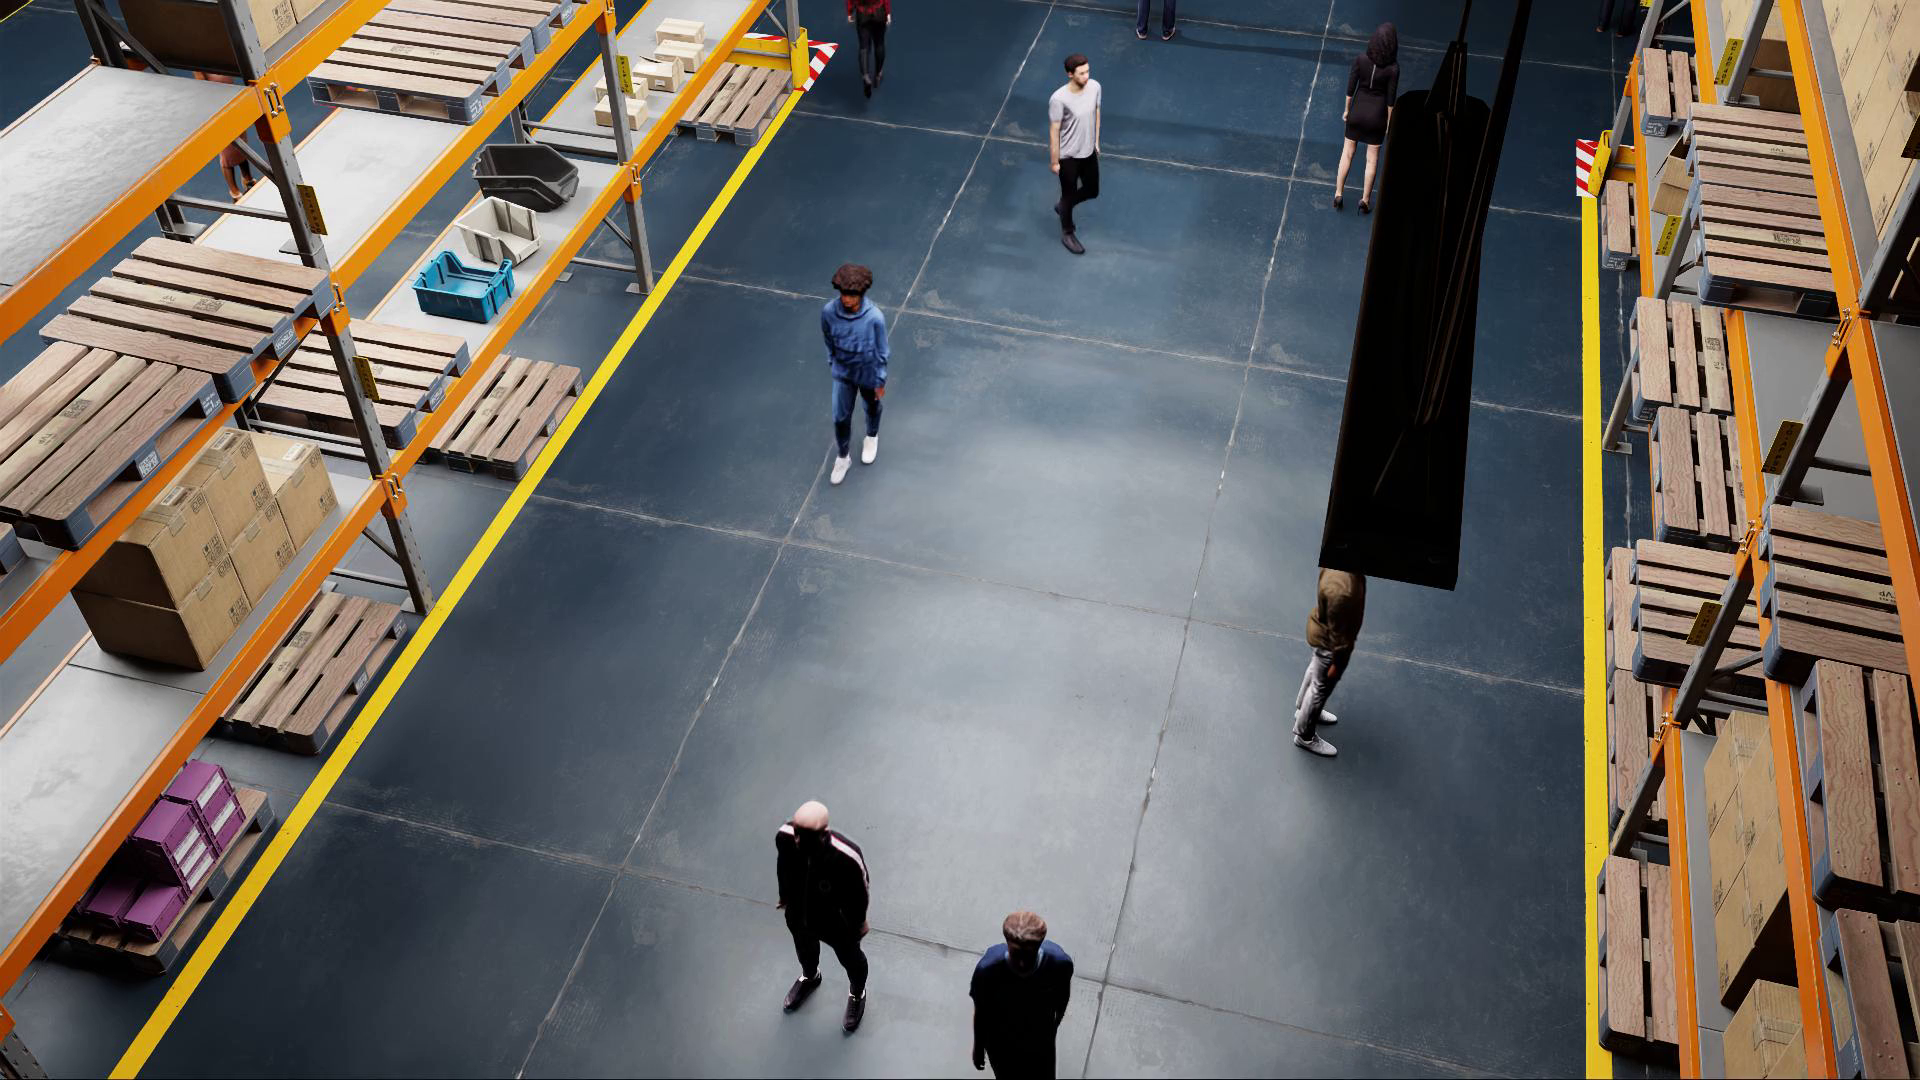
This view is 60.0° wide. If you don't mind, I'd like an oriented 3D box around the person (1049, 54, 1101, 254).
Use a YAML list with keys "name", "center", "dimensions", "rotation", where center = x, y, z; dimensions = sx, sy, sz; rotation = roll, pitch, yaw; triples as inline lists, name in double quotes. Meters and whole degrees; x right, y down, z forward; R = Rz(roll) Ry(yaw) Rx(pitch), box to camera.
- name: "person"
  center: [0.958, -3.410, 14.484]
  dimensions: [0.891, 1.857, 0.951]
  rotation: [-24, 49, -23]

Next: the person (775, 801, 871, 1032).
- name: "person"
  center: [-0.719, 1.968, 8.856]
  dimensions: [0.715, 1.834, 0.620]
  rotation: [17, 46, 17]

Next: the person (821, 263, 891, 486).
- name: "person"
  center: [-0.731, -1.321, 12.342]
  dimensions: [0.707, 1.789, 0.832]
  rotation: [7, 44, 7]

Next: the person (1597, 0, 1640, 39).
- name: "person"
  center: [7.079, -6.194, 17.438]
  dimensions: [0.766, 1.815, 0.754]
  rotation: [31, 52, 29]

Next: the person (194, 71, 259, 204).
- name: "person"
  center: [-6.663, -3.880, 14.999]
  dimensions: [0.645, 1.830, 0.477]
  rotation: [7, 44, 7]

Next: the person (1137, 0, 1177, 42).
- name: "person"
  center: [2.093, -6.122, 17.335]
  dimensions: [0.698, 1.853, 0.606]
  rotation: [6, 44, 6]

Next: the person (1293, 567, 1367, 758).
- name: "person"
  center: [2.312, 0.593, 10.306]
  dimensions: [0.796, 1.825, 0.510]
  rotation: [8, 44, 8]

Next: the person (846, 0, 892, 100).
- name: "person"
  center: [-0.893, -5.154, 16.481]
  dimensions: [0.755, 1.629, 1.011]
  rotation: [0, 44, 0]

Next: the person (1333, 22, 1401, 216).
- name: "person"
  center: [3.637, -3.753, 14.884]
  dimensions: [0.646, 1.803, 0.571]
  rotation: [20, 47, 20]

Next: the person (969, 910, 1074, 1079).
- name: "person"
  center: [0.288, 2.399, 8.389]
  dimensions: [0.733, 1.854, 0.744]
  rotation: [1, 44, 1]
